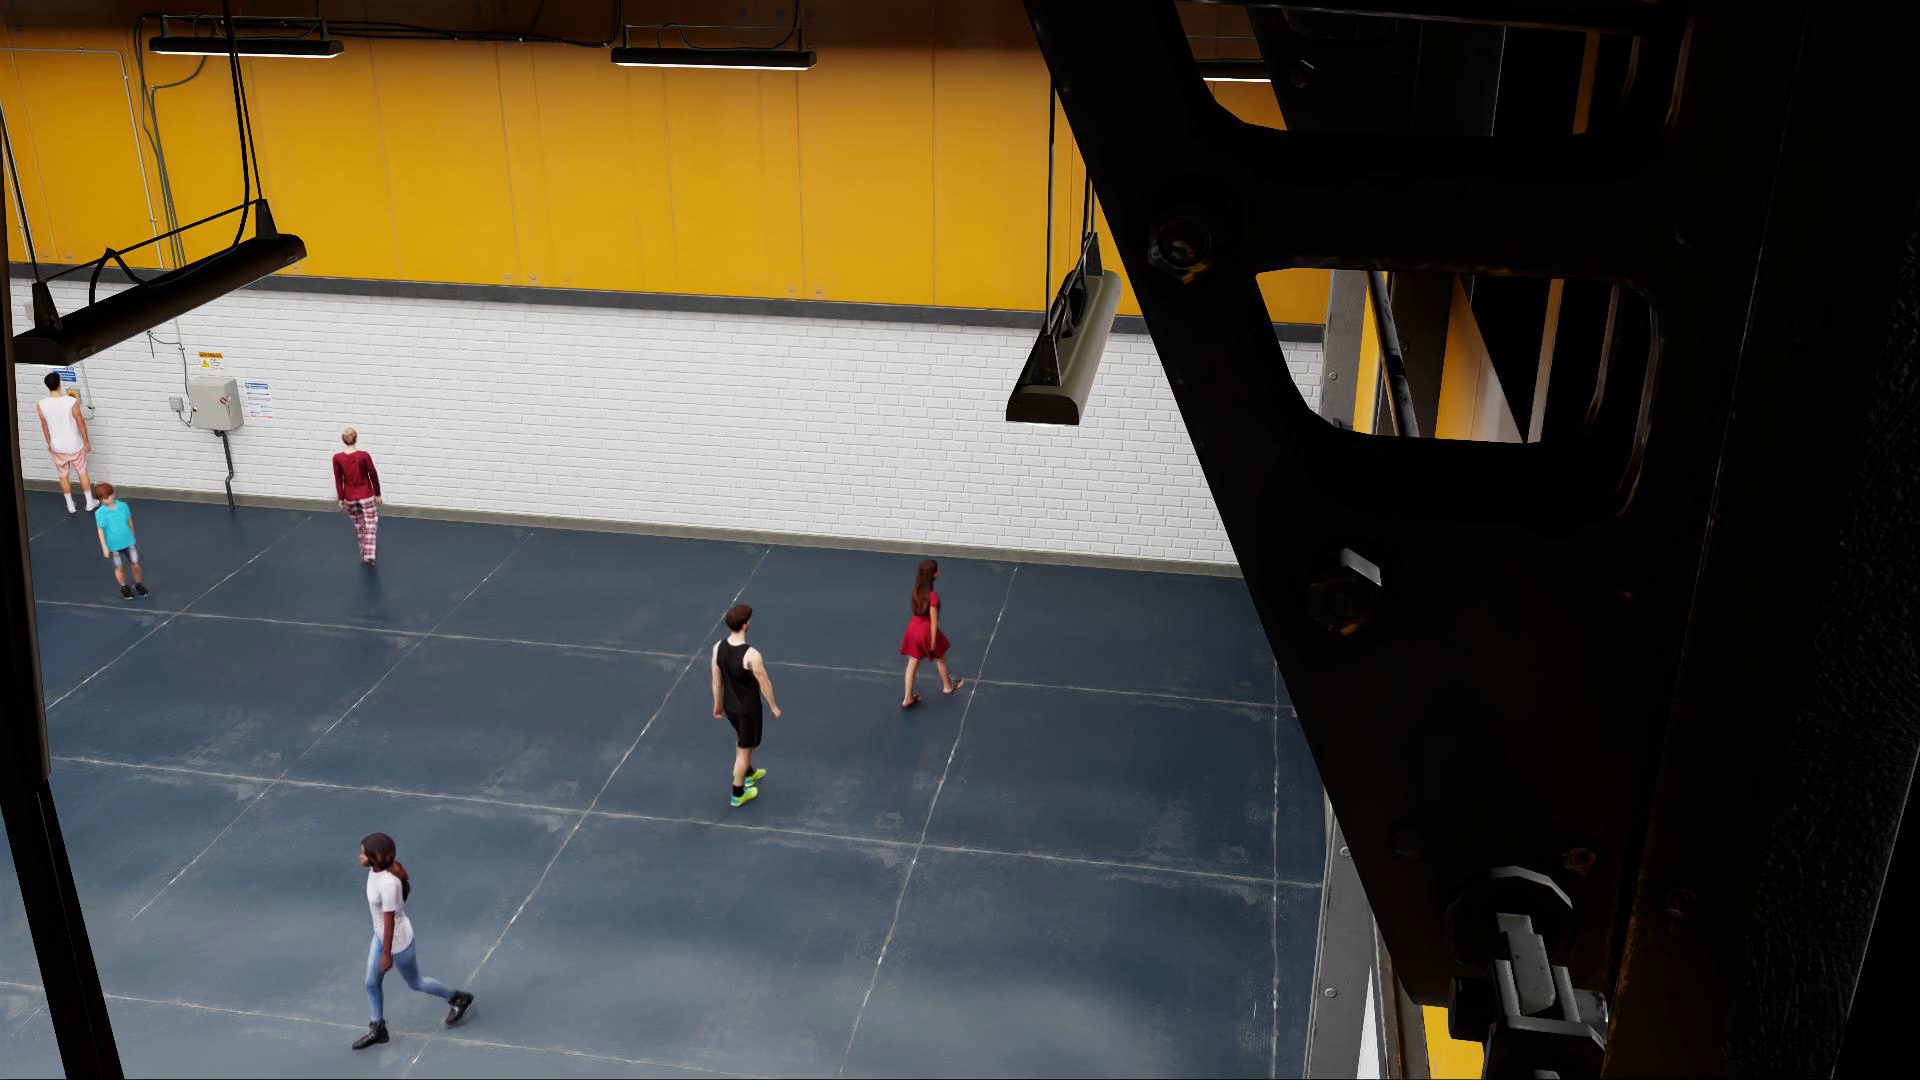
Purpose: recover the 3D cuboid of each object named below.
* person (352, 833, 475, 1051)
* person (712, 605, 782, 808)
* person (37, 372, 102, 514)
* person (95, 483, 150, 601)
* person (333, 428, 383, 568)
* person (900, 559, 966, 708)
[{"bbox_3d":[-3.889,2.808,11.693,1.122,1.687,1.063,-16,28,-32],"label":"person"},{"bbox_3d":[-1.944,1.484,14.488,0.859,1.873,0.936,17,29,33],"label":"person"},{"bbox_3d":[-11.168,-1.212,20.767,0.725,1.786,0.709,-6,24,-14],"label":"person"},{"bbox_3d":[-9.333,-0.005,18.464,0.745,1.419,0.687,18,29,35],"label":"person"},{"bbox_3d":[-6.948,-0.486,19.232,0.800,1.684,0.991,-3,24,-7],"label":"person"},{"bbox_3d":[-0.402,0.934,16.190,0.884,1.518,1.021,21,31,40],"label":"person"}]
